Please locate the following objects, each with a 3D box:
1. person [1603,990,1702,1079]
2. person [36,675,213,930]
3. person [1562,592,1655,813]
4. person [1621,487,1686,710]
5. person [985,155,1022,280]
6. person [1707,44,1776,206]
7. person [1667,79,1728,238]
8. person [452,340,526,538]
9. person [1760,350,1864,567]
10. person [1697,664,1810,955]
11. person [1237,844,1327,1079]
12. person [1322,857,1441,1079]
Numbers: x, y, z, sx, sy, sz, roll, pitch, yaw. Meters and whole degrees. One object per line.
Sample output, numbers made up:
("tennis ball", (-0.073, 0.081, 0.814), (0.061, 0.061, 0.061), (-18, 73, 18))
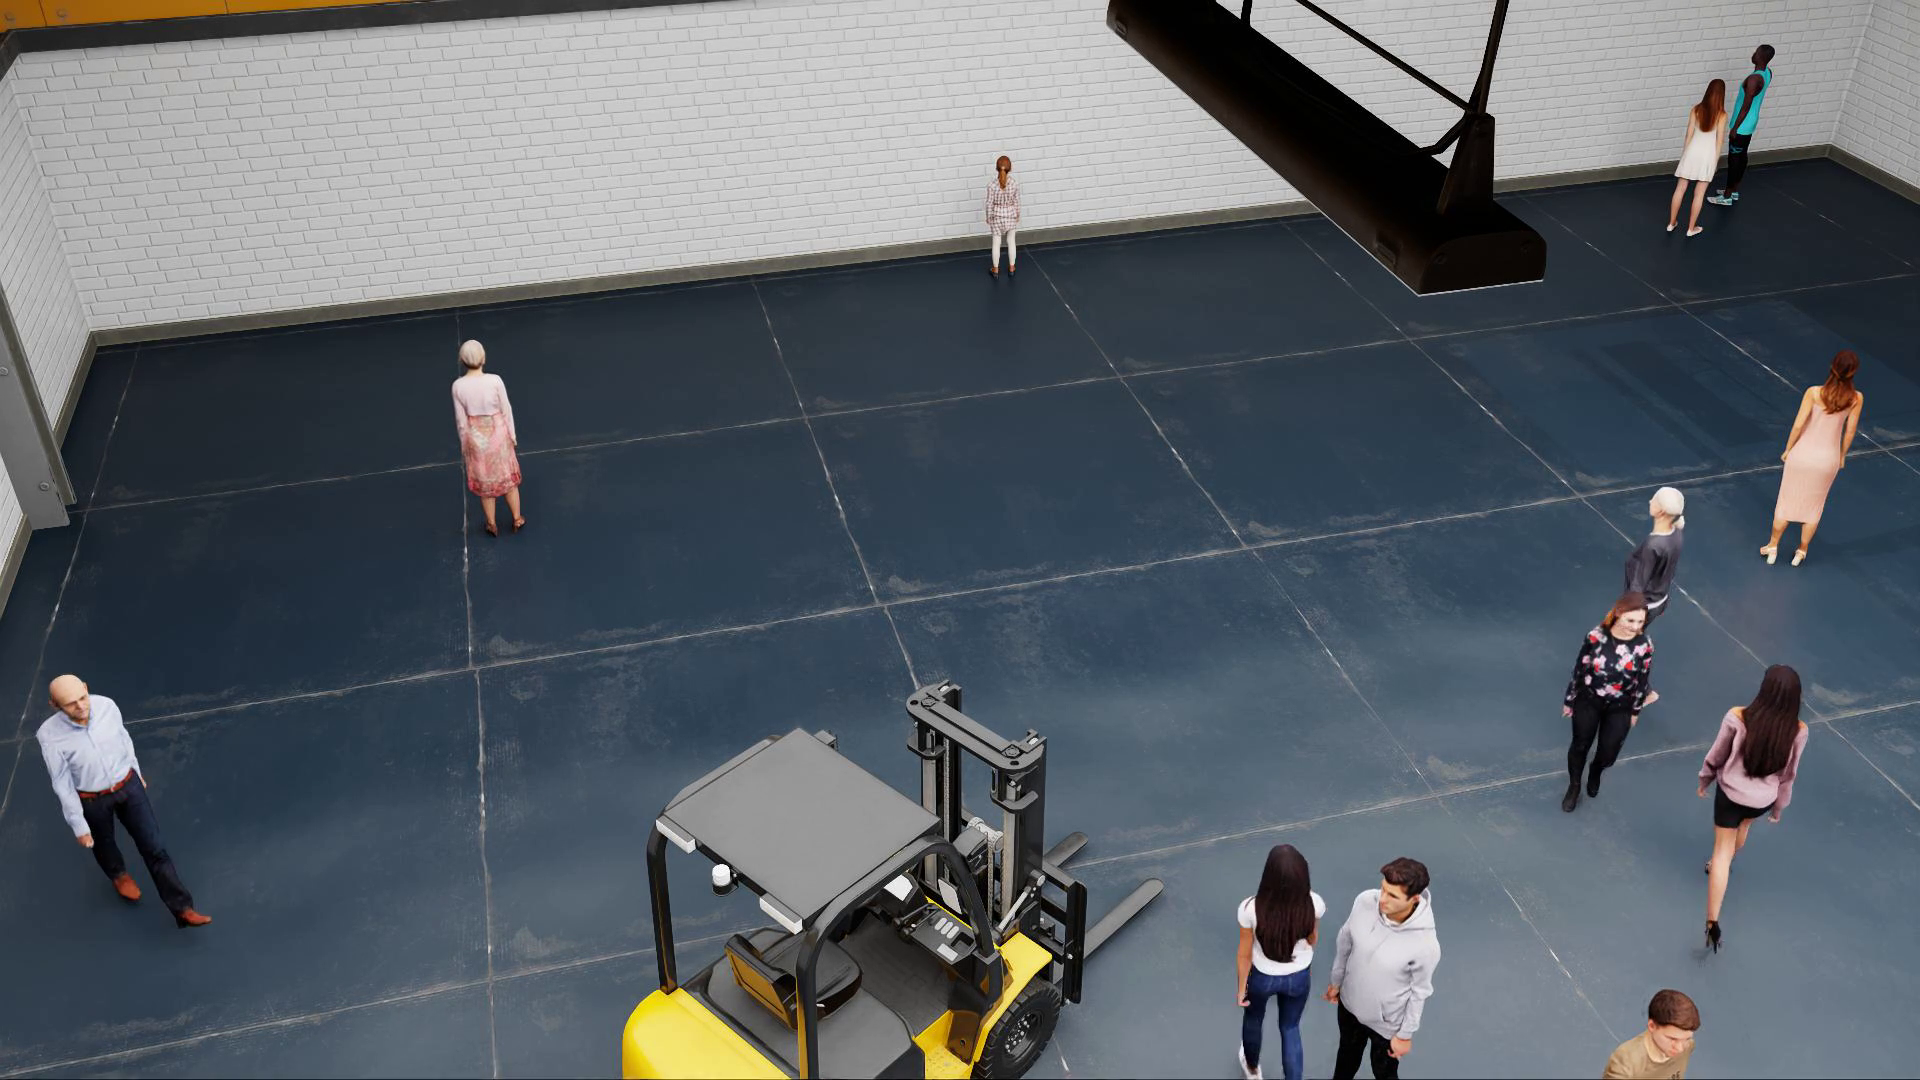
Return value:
("person", (3.037, 2.713, 7.577), (0.737, 1.850, 0.687), (-21, 39, -29))
("person", (-4.939, 1.465, 9.556), (1.294, 1.738, 1.141), (23, 40, 31))
("person", (4.026, 0.968, 10.363), (0.743, 1.672, 0.798), (14, 36, 20))
("person", (4.630, 0.443, 11.117), (0.797, 1.712, 0.867), (-29, 43, -36))
("person", (0.448, -3.341, 17.171), (0.555, 1.312, 0.549), (-4, 34, -6))
("person", (8.844, -4.678, 18.731), (0.689, 1.811, 0.687), (27, 42, 35))
("person", (8.017, -4.153, 18.032), (0.624, 1.712, 0.707), (26, 41, 33))
("person", (-3.681, -0.782, 12.978), (0.593, 1.692, 0.566), (-11, 35, -16))
("person", (6.471, -0.614, 12.599), (0.665, 1.831, 0.682), (10, 35, 15))
("person", (4.435, 1.542, 9.410), (1.038, 1.771, 1.202), (12, 35, 17))
("person", (1.612, 2.267, 8.331), (0.722, 1.758, 0.999), (-3, 34, -4))
("person", (2.060, 2.266, 8.176), (0.827, 1.930, 0.695), (-25, 41, -32))
